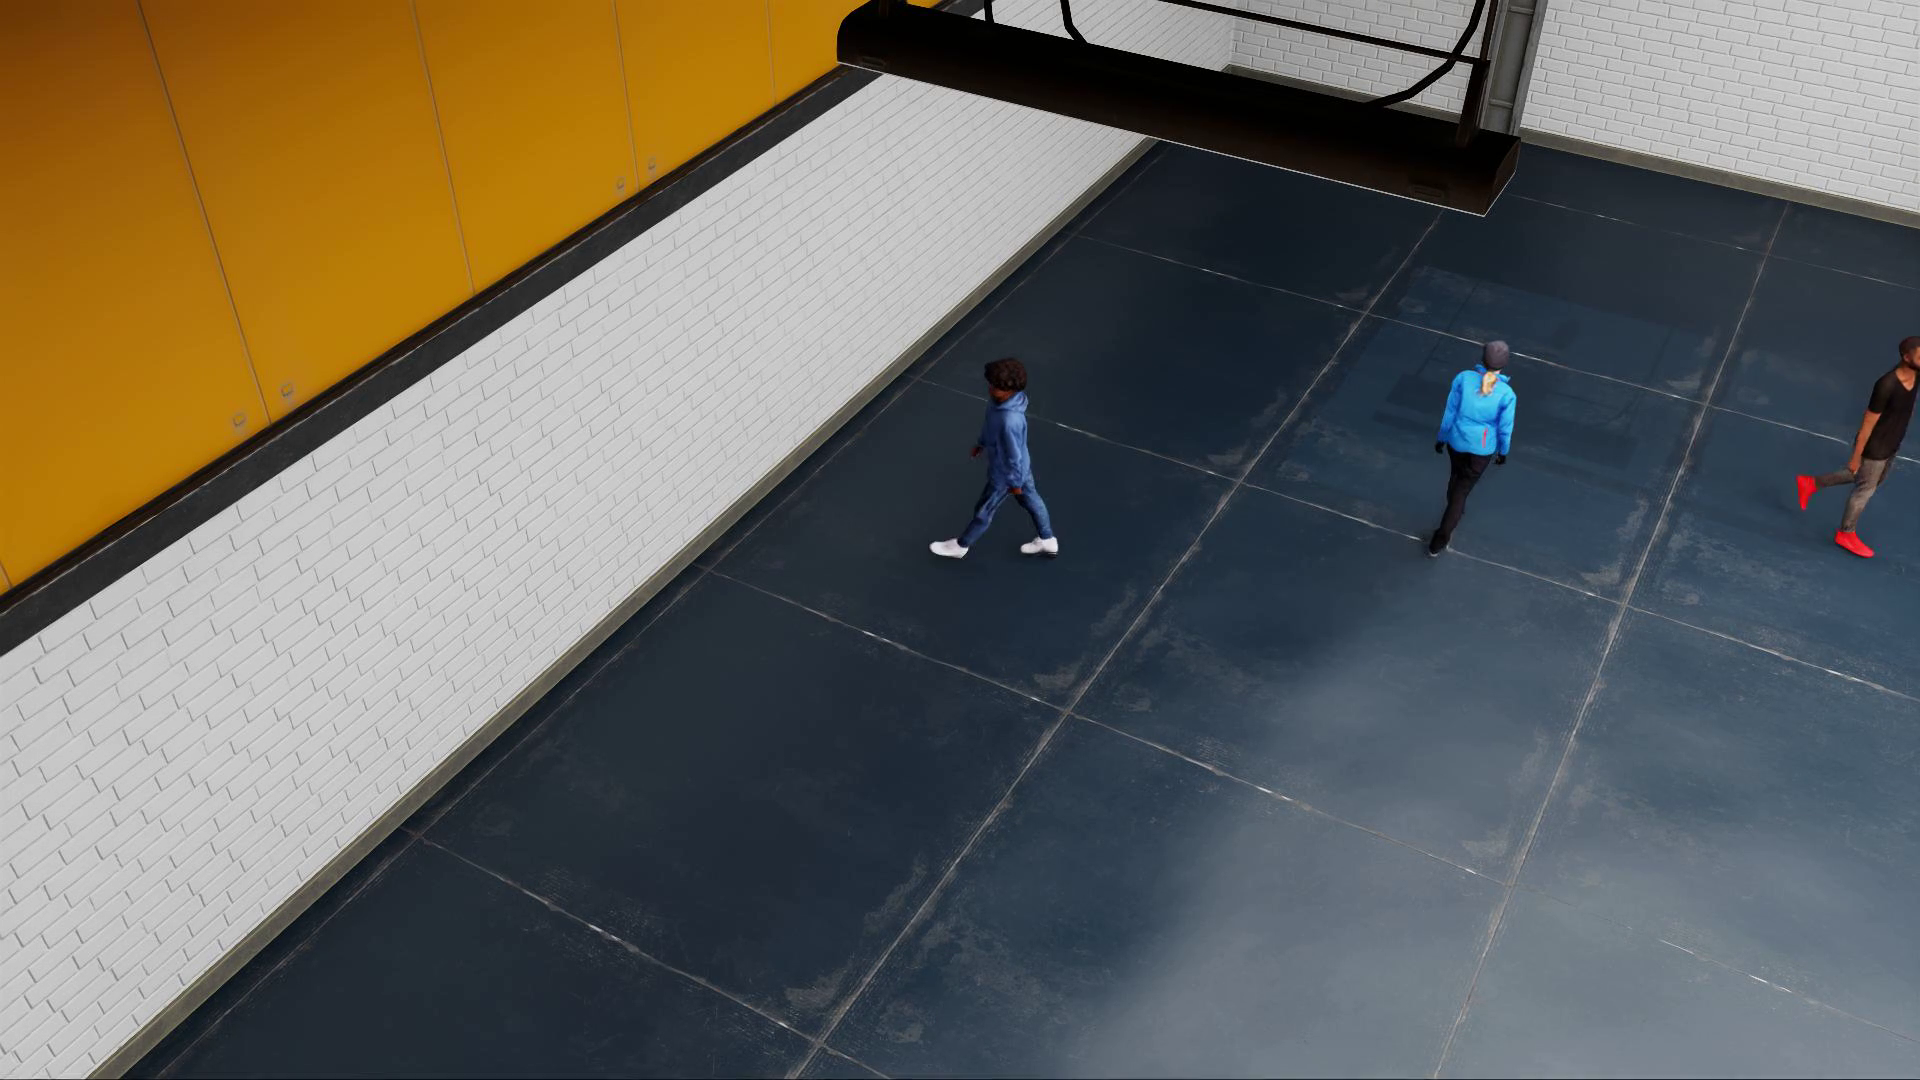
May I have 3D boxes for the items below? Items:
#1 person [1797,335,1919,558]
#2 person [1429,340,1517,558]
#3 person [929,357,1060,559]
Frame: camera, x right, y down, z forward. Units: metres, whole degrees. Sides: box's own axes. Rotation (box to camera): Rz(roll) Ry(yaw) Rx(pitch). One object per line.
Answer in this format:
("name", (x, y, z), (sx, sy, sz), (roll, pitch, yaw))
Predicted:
("person", (6.622, -0.747, 12.147), (0.868, 1.793, 1.066), (-26, 45, -29))
("person", (3.637, -0.614, 11.995), (0.857, 1.774, 0.782), (27, 46, 30))
("person", (0.429, -0.539, 11.915), (1.294, 1.757, 1.055), (1, 39, 2))
